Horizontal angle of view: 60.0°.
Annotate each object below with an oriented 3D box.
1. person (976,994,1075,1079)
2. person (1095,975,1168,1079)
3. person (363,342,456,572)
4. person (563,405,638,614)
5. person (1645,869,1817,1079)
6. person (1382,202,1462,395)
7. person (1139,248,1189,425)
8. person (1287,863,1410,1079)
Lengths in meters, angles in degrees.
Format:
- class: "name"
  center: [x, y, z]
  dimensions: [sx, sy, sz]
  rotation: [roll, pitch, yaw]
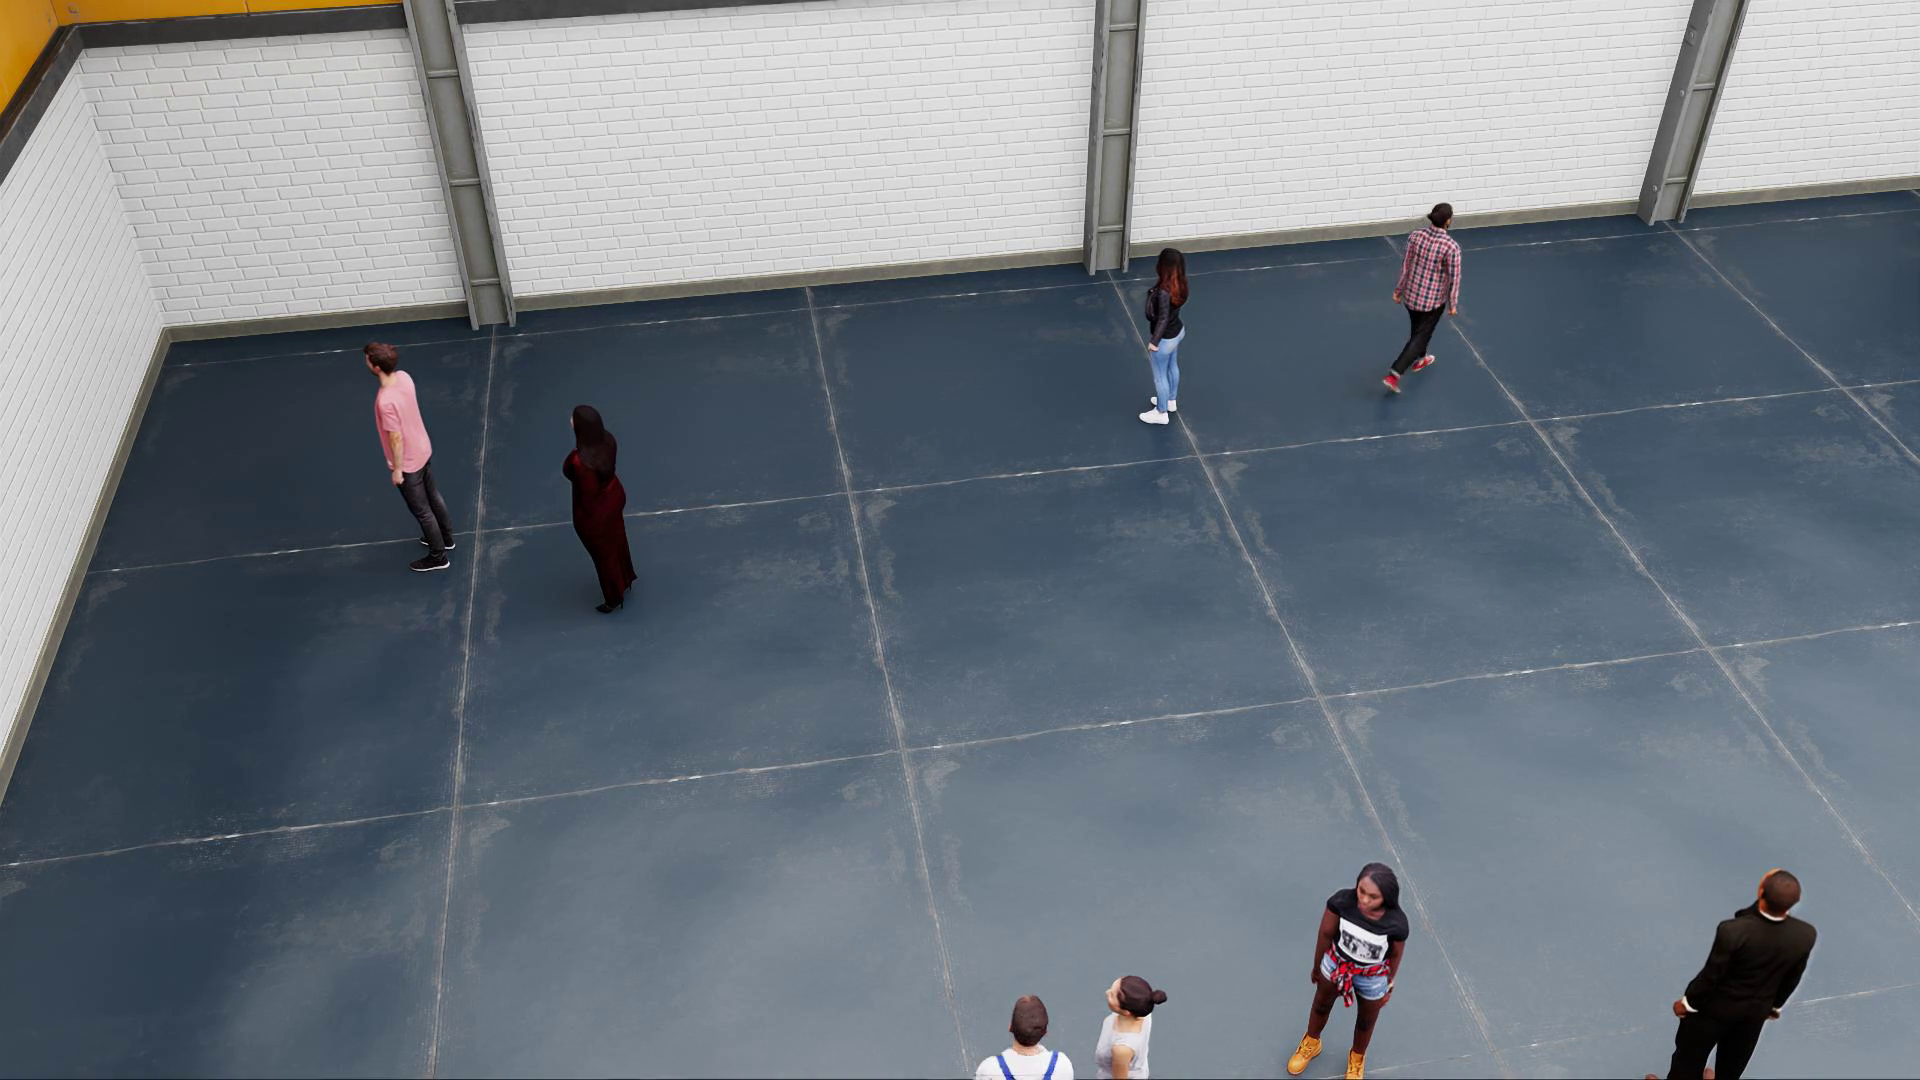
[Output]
- class: "person"
  center: [0.302, 2.961, 8.089]
  dimensions: [1.189, 1.817, 0.775]
  rotation: [-4, 39, -5]
- class: "person"
  center: [0.832, 2.751, 8.522]
  dimensions: [0.677, 1.604, 0.651]
  rotation: [9, 40, 11]
- class: "person"
  center: [-4.123, -0.629, 12.472]
  dimensions: [0.607, 1.957, 0.671]
  rotation: [1, 39, 1]
- class: "person"
  center: [-2.619, -0.244, 12.150]
  dimensions: [0.714, 1.758, 0.737]
  rotation: [6, 39, 7]
- class: "person"
  center: [4.044, 2.409, 8.710]
  dimensions: [0.599, 1.904, 0.804]
  rotation: [0, 39, 0]
- class: "person"
  center: [4.001, -2.092, 14.469]
  dimensions: [1.244, 1.750, 1.080]
  rotation: [-28, 46, -30]
- class: "person"
  center: [1.745, -1.744, 14.127]
  dimensions: [0.762, 1.634, 0.730]
  rotation: [18, 42, 21]
- class: "person"
  center: [2.122, 2.333, 8.946]
  dimensions: [0.701, 1.728, 0.779]
  rotation: [17, 42, 20]
